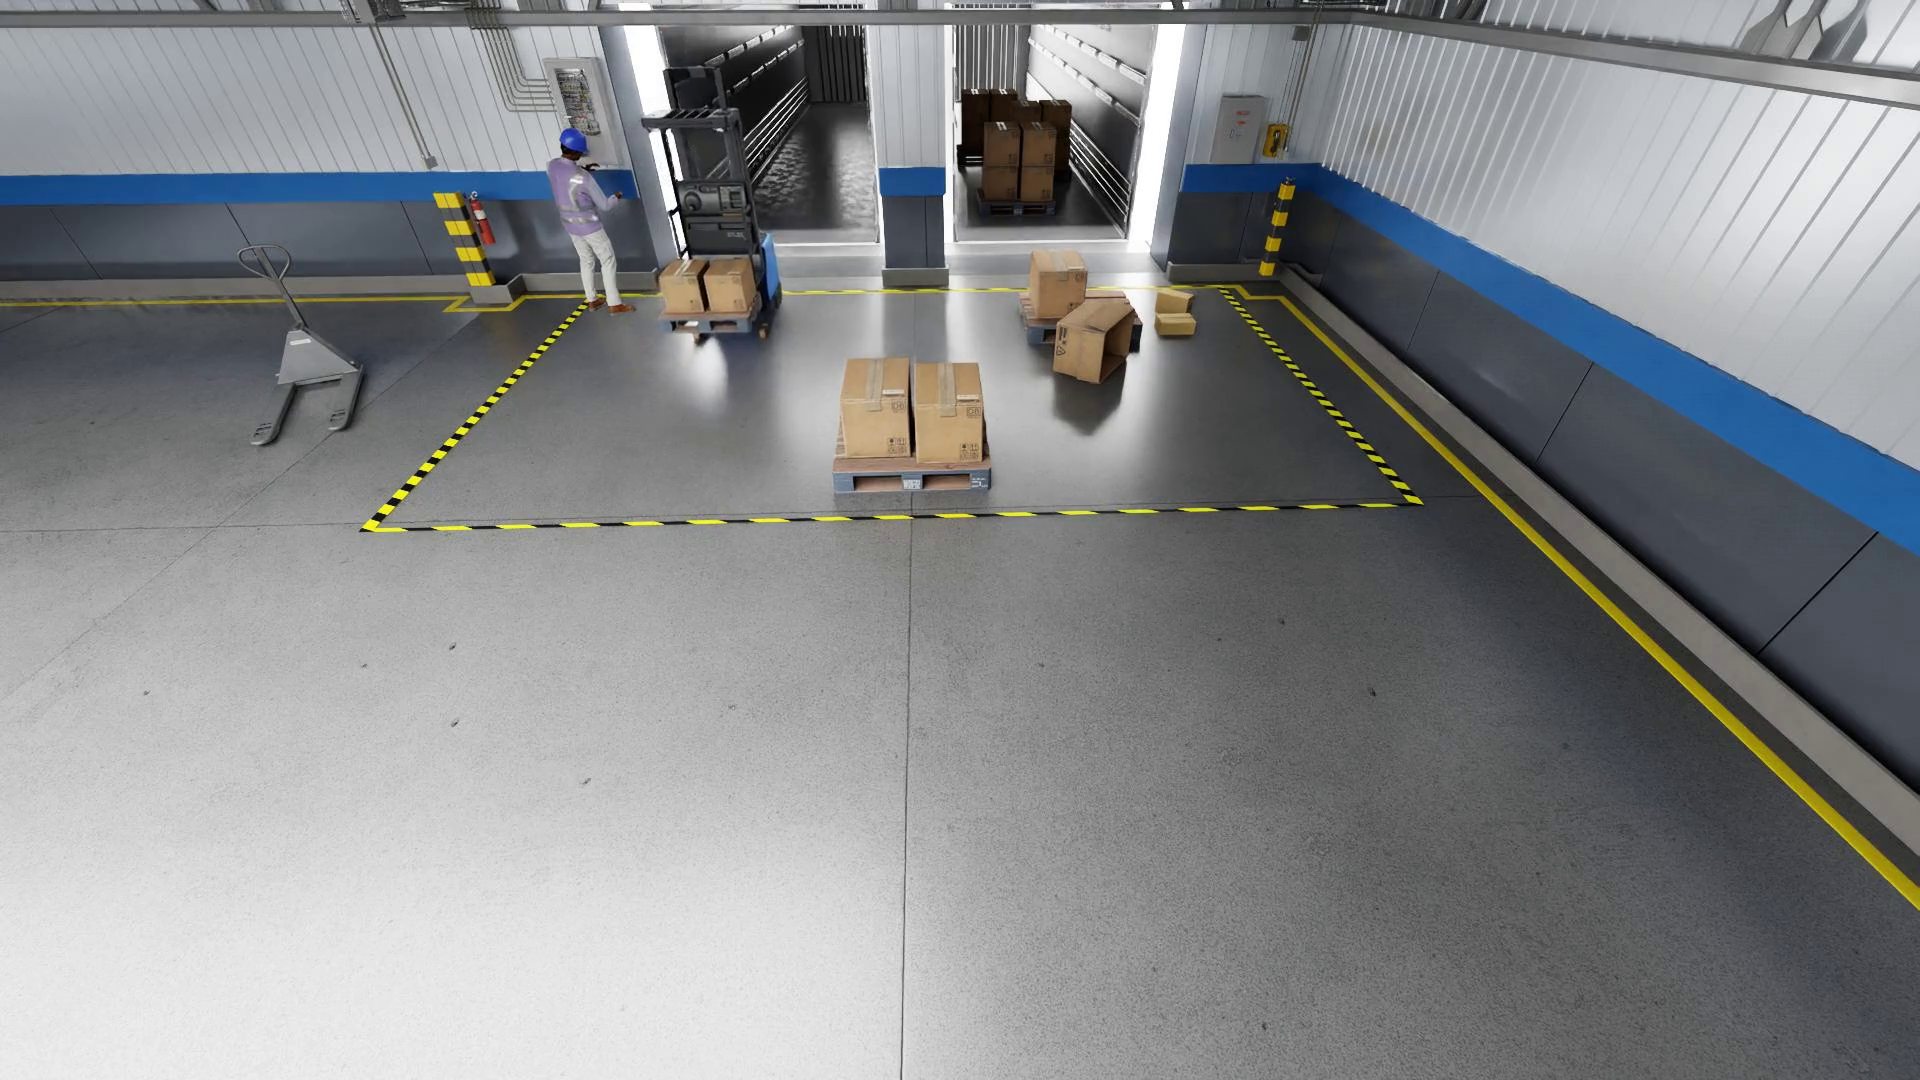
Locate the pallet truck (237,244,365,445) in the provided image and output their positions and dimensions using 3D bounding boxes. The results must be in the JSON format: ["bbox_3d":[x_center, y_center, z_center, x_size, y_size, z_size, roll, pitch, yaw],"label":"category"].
[{"bbox_3d":[-5.915,-1.733,6.366,0.680,1.201,1.601,-18,42,-21],"label":"pallet truck"}]

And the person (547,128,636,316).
[{"bbox_3d":[-4.048,-3.491,8.063,0.780,1.886,0.698,15,41,18],"label":"person"}]

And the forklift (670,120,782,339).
[{"bbox_3d":[-2.478,-3.440,7.872,0.716,2.013,0.776,-1,38,-2],"label":"forklift"}]
